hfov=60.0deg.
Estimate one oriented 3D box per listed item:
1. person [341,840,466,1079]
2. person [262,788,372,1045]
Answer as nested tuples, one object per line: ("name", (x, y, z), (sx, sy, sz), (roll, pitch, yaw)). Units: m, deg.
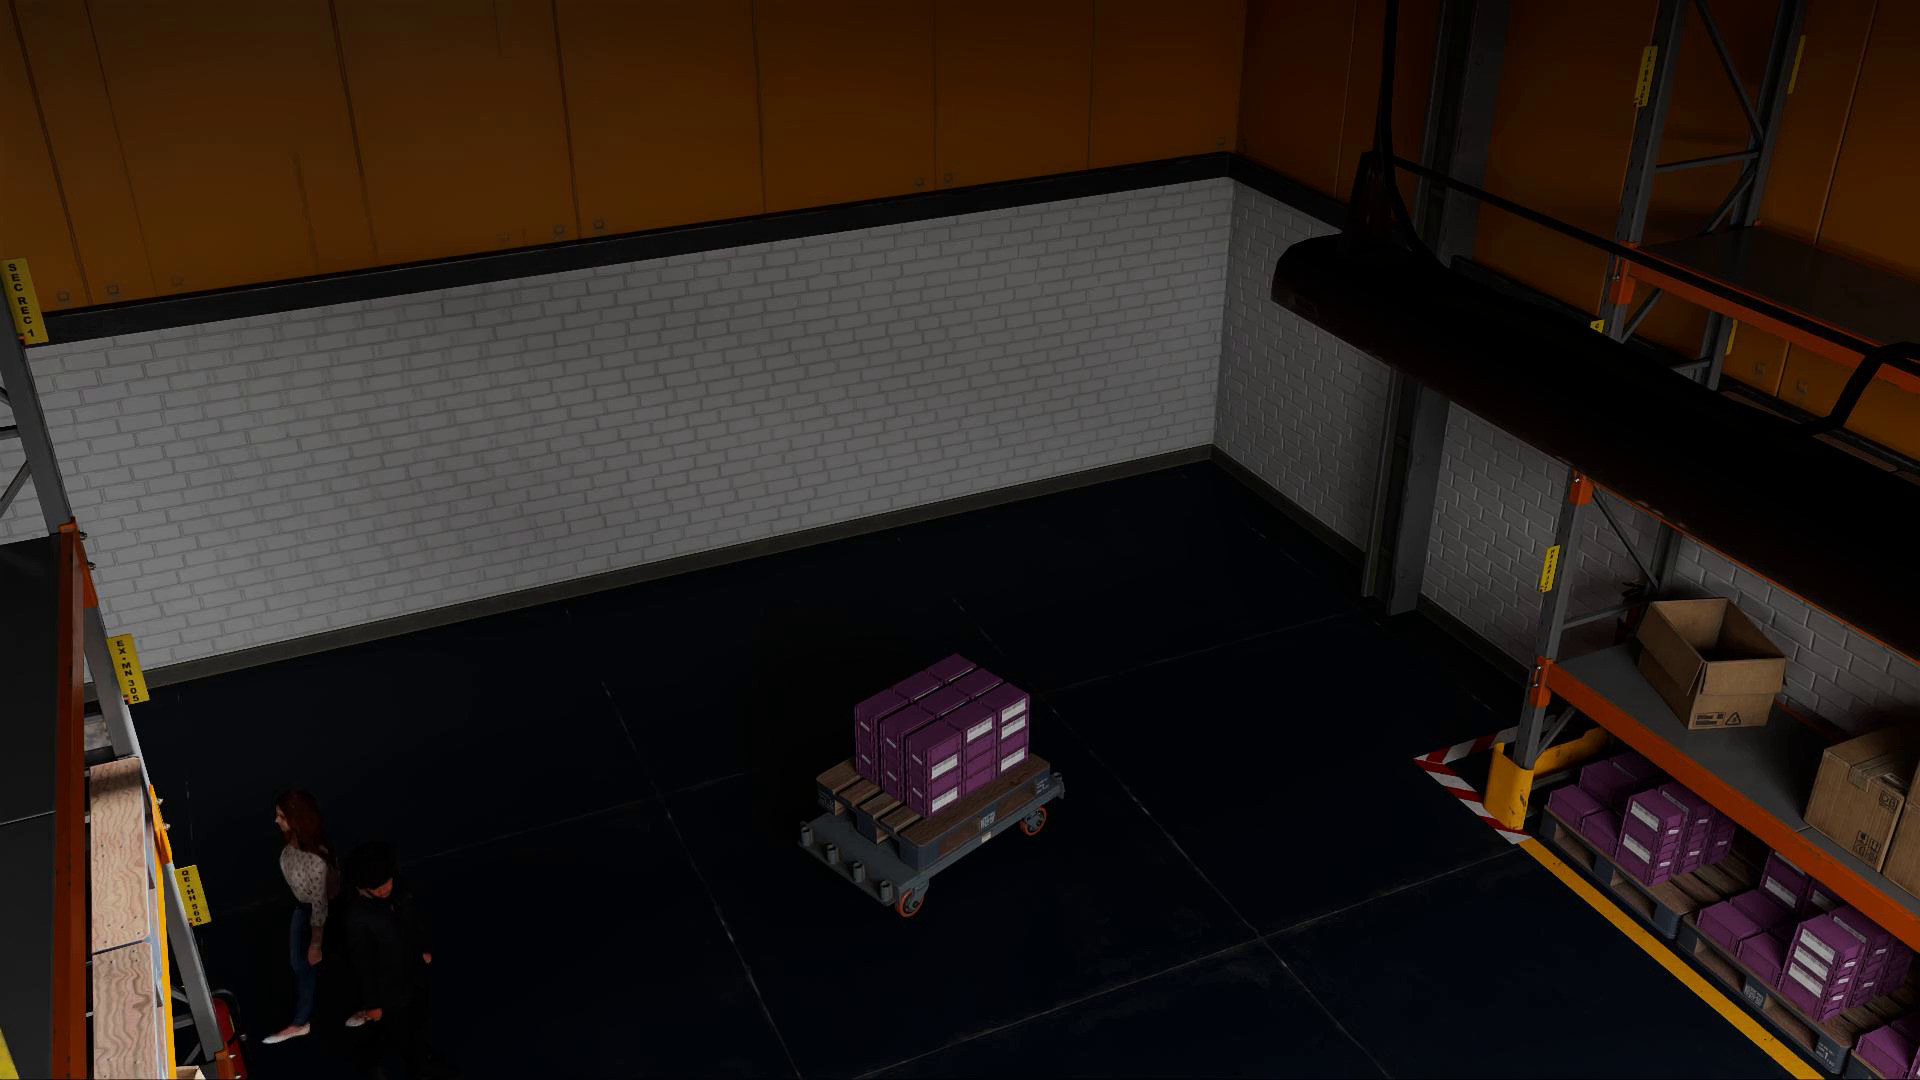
("person", (-3.093, 2.305, 8.871), (0.969, 1.760, 0.909), (8, 30, 14))
("person", (-3.496, 2.069, 9.359), (0.820, 1.706, 0.937), (-22, 35, -34))
